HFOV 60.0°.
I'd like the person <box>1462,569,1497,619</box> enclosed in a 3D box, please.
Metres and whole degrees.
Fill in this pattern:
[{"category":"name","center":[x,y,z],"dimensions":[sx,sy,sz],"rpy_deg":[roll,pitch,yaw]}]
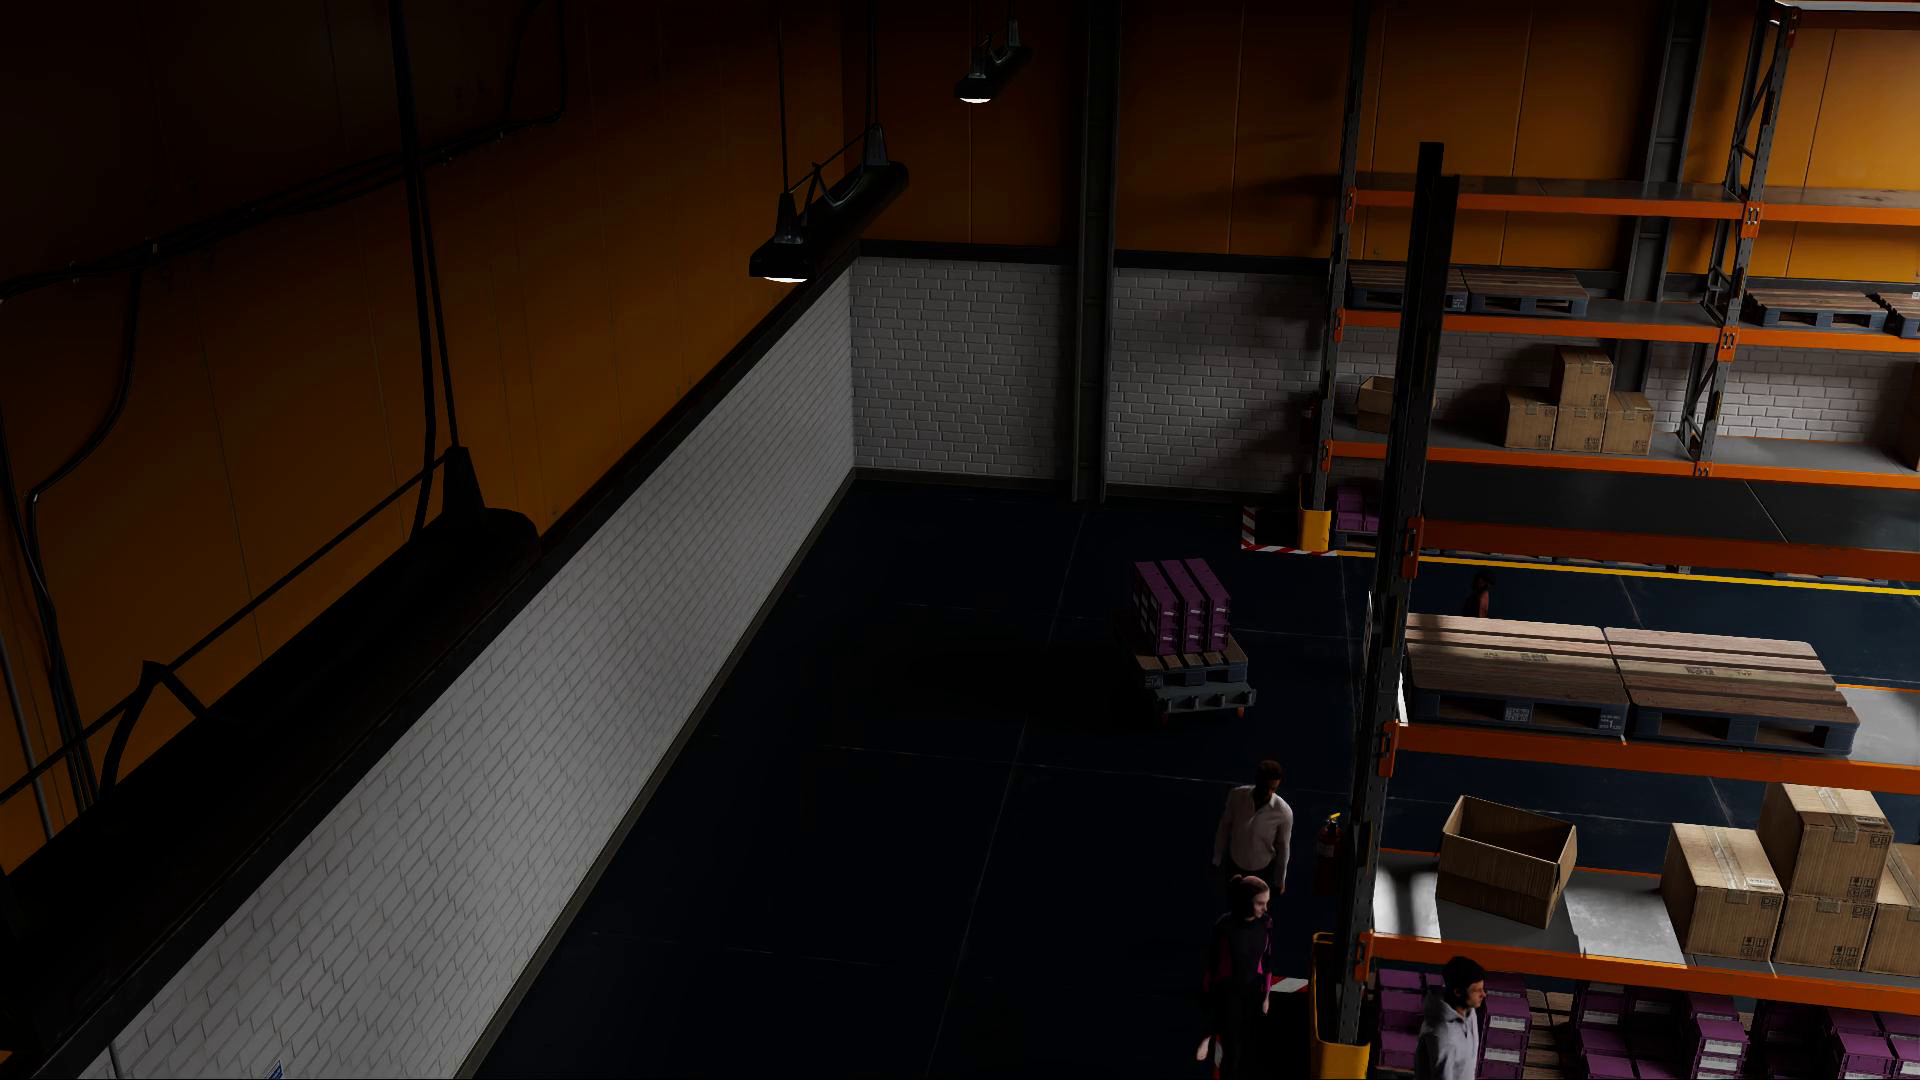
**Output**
[{"category":"person","center":[4.869,0.847,15.701],"dimensions":[0.521,1.253,0.552],"rpy_deg":[8,25,17]}]

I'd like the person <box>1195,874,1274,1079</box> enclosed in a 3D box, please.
[{"category":"person","center":[1.741,2.838,10.597],"dimensions":[1.154,1.693,0.939],"rpy_deg":[-4,24,-8]}]

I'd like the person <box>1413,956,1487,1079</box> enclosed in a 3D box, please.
[{"category":"person","center":[2.640,3.195,9.537],"dimensions":[1.342,1.889,1.070],"rpy_deg":[17,29,34]}]

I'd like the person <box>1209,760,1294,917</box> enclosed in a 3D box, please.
[{"category":"person","center":[2.065,2.290,11.694],"dimensions":[1.213,1.820,1.110],"rpy_deg":[19,30,37]}]
